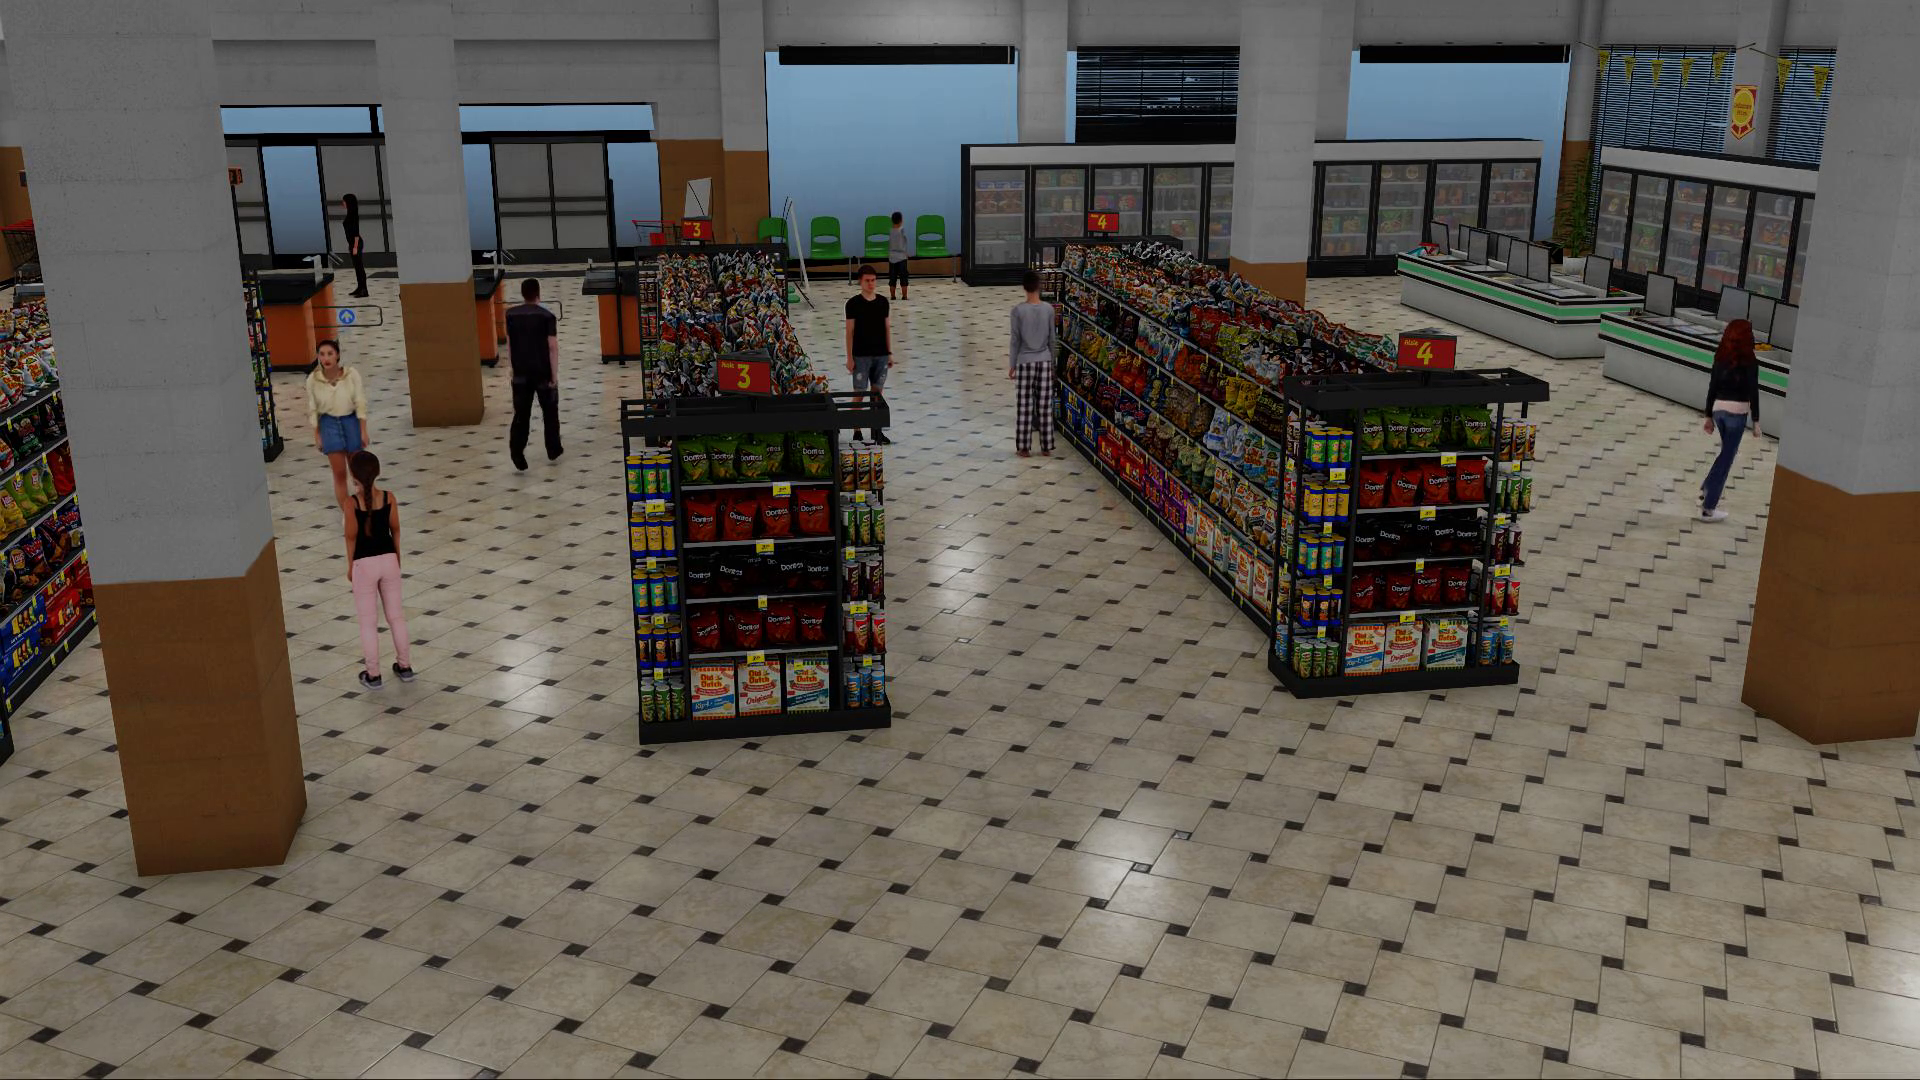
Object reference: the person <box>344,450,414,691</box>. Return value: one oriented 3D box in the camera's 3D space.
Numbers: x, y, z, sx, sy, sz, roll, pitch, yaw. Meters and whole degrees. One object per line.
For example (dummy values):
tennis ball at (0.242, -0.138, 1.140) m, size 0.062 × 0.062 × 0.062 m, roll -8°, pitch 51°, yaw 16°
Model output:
person at (-3.762, 0.183, 10.706) m, size 0.592 × 1.564 × 0.633 m, roll -15°, pitch 22°, yaw -40°

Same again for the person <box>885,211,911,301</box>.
person at (-0.989, -4.575, 26.558) m, size 0.626 × 1.456 × 0.596 m, roll 2°, pitch 17°, yaw 7°

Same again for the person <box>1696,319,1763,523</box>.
person at (6.518, -0.996, 14.230) m, size 0.672 × 1.771 × 0.585 m, roll -6°, pitch 18°, yaw -18°

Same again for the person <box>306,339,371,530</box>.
person at (-5.303, -0.928, 14.279) m, size 0.722 × 1.613 × 0.978 m, roll -6°, pitch 18°, yaw -18°

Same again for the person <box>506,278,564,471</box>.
person at (-4.159, -1.579, 16.078) m, size 0.912 × 1.815 × 1.263 m, roll 1°, pitch 17°, yaw 4°

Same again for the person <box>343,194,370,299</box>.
person at (-9.759, -4.762, 26.856) m, size 0.694 × 1.642 × 0.558 m, roll -10°, pitch 20°, yaw -31°

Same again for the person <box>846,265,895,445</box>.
person at (-0.934, -1.901, 17.082) m, size 0.740 × 1.846 × 0.678 m, roll -9°, pitch 19°, yaw -27°

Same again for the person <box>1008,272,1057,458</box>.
person at (0.736, -1.746, 16.574) m, size 0.618 × 1.846 × 0.525 m, roll -3°, pitch 17°, yaw -10°
